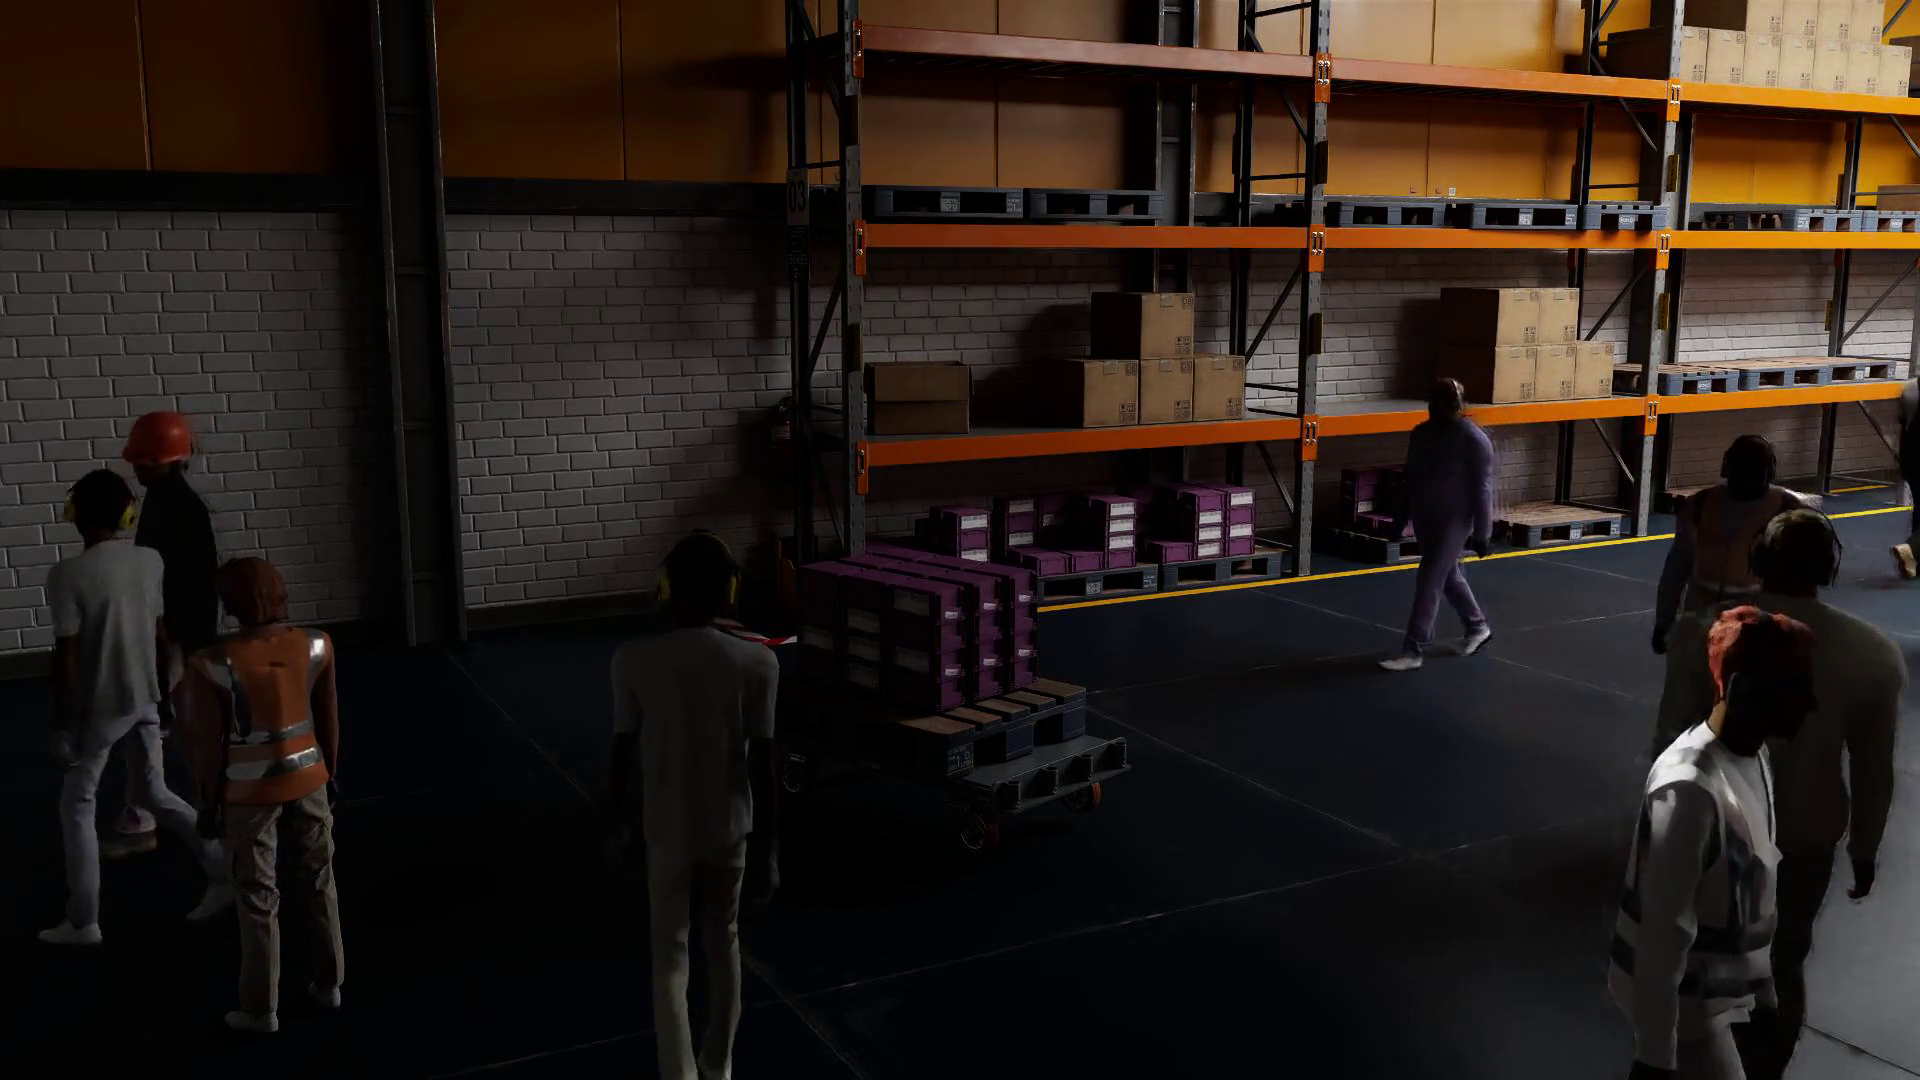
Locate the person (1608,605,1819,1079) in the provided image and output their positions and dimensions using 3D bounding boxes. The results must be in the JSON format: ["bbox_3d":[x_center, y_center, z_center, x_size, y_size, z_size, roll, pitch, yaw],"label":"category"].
[{"bbox_3d":[1.698,1.067,3.797,0.409,1.867,0.578,6,12,31],"label":"person"}]

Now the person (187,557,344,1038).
[{"bbox_3d":[-2.331,0.864,5.635,0.307,1.637,0.512,8,13,40],"label":"person"}]

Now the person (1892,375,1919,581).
[{"bbox_3d":[7.714,-0.649,13.178,0.757,2.000,0.696,-4,10,-20],"label":"person"}]

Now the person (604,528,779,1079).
[{"bbox_3d":[-0.777,0.894,4.903,0.522,1.838,0.835,-3,10,-15],"label":"person"}]

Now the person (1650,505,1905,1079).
[{"bbox_3d":[2.353,0.862,4.845,0.646,1.917,0.537,3,10,18],"label":"person"}]

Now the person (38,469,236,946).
[{"bbox_3d":[-3.210,0.649,6.361,0.645,1.848,0.593,3,10,18],"label":"person"}]

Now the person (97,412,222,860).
[{"bbox_3d":[-3.590,0.413,7.312,0.644,1.954,0.701,-4,11,-22],"label":"person"}]

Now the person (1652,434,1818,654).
[{"bbox_3d":[3.538,0.422,7.662,0.529,1.818,0.682,-9,13,-42],"label":"person"}]

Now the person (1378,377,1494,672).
[{"bbox_3d":[3.113,-0.116,10.655,0.988,1.867,0.637,-4,11,-23],"label":"person"}]
